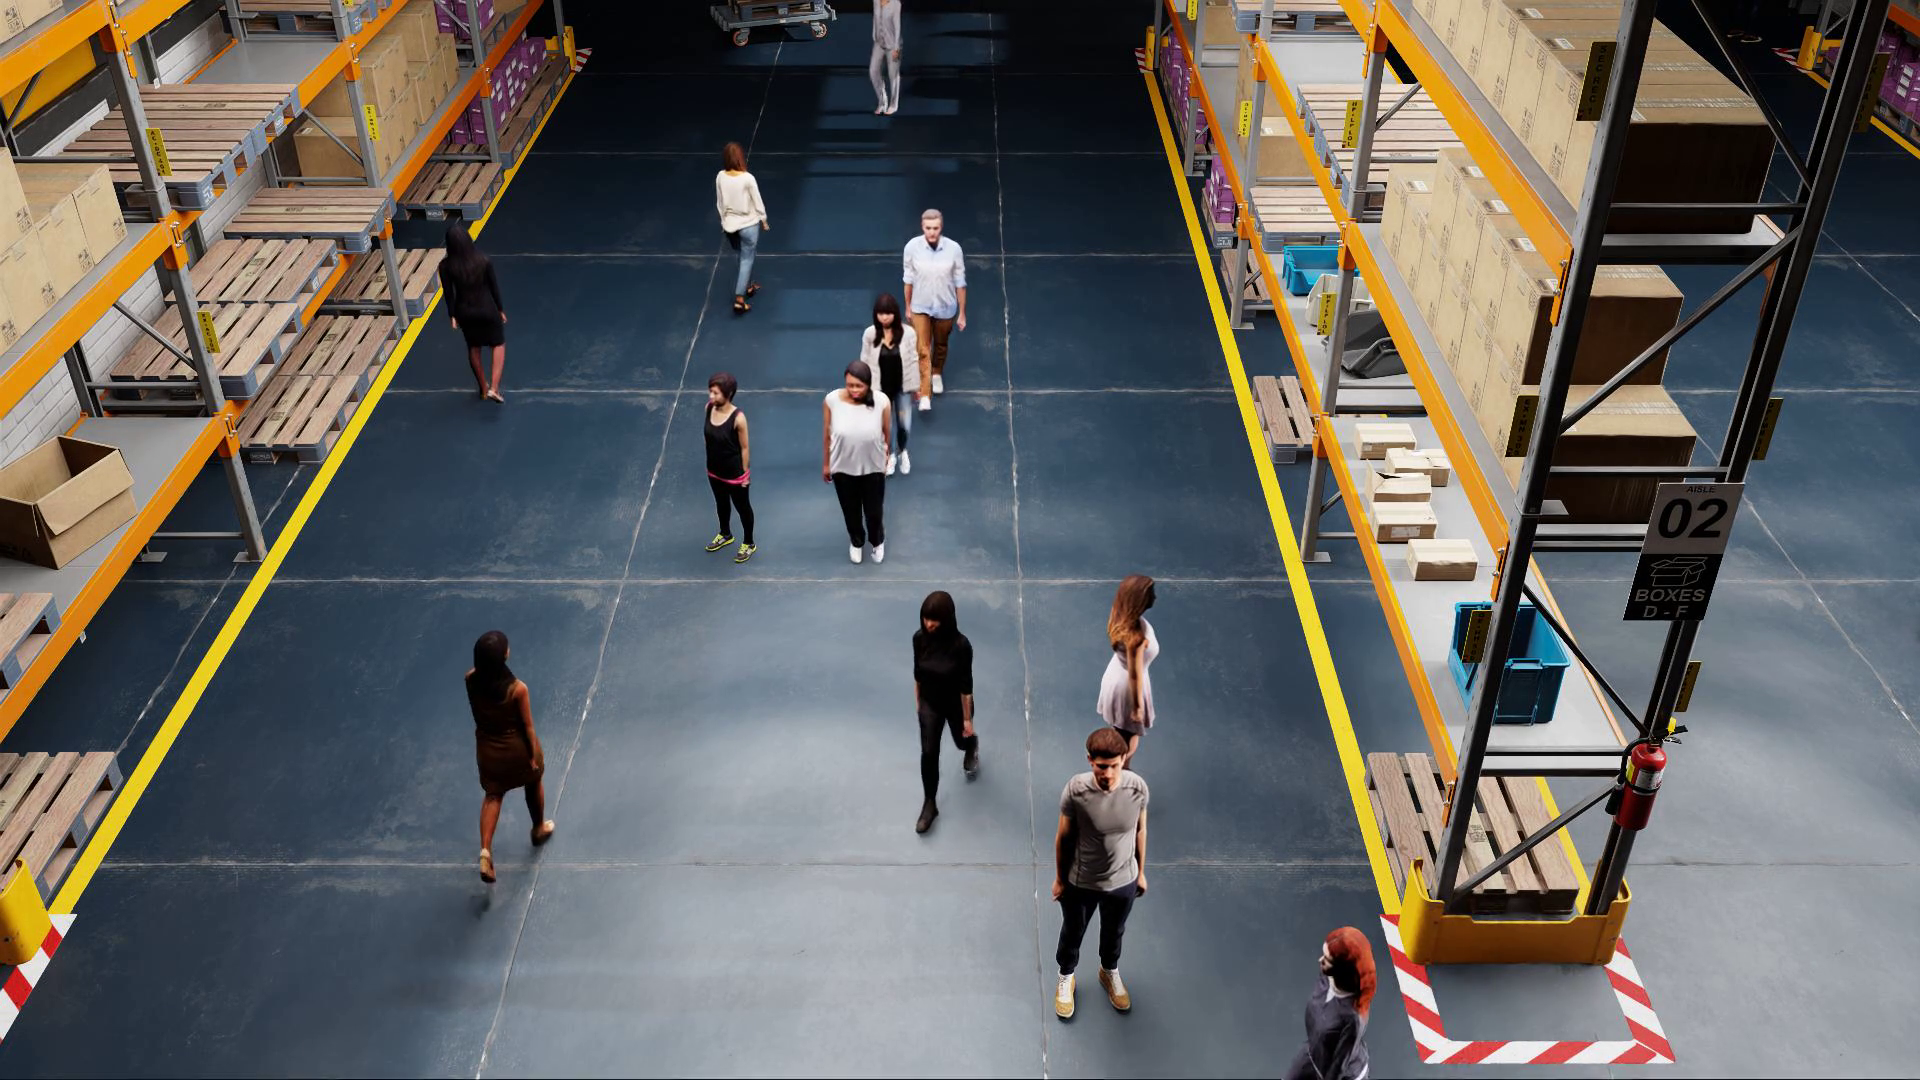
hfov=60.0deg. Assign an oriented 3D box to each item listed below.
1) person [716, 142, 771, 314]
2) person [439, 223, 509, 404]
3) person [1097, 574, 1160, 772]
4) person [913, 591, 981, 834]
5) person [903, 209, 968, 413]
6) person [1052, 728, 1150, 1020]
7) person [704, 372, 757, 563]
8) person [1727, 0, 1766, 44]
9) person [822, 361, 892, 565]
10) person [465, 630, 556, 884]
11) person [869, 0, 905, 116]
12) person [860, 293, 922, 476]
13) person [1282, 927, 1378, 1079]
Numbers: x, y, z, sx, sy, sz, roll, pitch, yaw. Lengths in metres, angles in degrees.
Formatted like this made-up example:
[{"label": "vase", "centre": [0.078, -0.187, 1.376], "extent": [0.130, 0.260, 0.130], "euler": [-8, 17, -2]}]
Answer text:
[{"label": "person", "centre": [-2.130, -2.994, 16.052], "extent": [0.849, 1.660, 0.982], "euler": [16, 37, 23]}, {"label": "person", "centre": [-4.170, -1.915, 14.384], "extent": [0.726, 1.708, 0.918], "euler": [-5, 34, -8]}, {"label": "person", "centre": [1.003, 0.939, 10.036], "extent": [0.632, 1.769, 0.526], "euler": [-2, 34, -4]}, {"label": "person", "centre": [-0.047, 0.960, 10.143], "extent": [0.796, 1.615, 1.103], "euler": [10, 35, 15]}, {"label": "person", "centre": [-0.234, -2.075, 14.551], "extent": [0.746, 1.790, 1.070], "euler": [-2, 34, -3]}, {"label": "person", "centre": [0.736, 1.734, 8.727], "extent": [0.686, 1.894, 0.586], "euler": [-4, 34, -7]}, {"label": "person", "centre": [-1.737, -0.573, 12.506], "extent": [0.628, 1.552, 0.668], "euler": [22, 40, 30]}, {"label": "person", "centre": [11.209, -7.987, 23.355], "extent": [0.839, 1.890, 0.718], "euler": [-11, 35, -16]}, {"label": "person", "centre": [-0.757, -0.607, 12.447], "extent": [0.672, 1.674, 0.629], "euler": [3, 34, 4]}, {"label": "person", "centre": [-2.664, 1.271, 9.627], "extent": [0.707, 1.668, 1.017], "euler": [8, 34, 12]}, {"label": "person", "centre": [-0.853, -6.214, 20.805], "extent": [0.762, 1.761, 0.809], "euler": [19, 38, 26]}, {"label": "person", "centre": [-0.545, -1.292, 13.524], "extent": [0.639, 1.624, 0.575], "euler": [1, 34, 1]}, {"label": "person", "centre": [1.820, 2.478, 7.757], "extent": [0.827, 1.729, 1.092], "euler": [-7, 34, -11]}]
